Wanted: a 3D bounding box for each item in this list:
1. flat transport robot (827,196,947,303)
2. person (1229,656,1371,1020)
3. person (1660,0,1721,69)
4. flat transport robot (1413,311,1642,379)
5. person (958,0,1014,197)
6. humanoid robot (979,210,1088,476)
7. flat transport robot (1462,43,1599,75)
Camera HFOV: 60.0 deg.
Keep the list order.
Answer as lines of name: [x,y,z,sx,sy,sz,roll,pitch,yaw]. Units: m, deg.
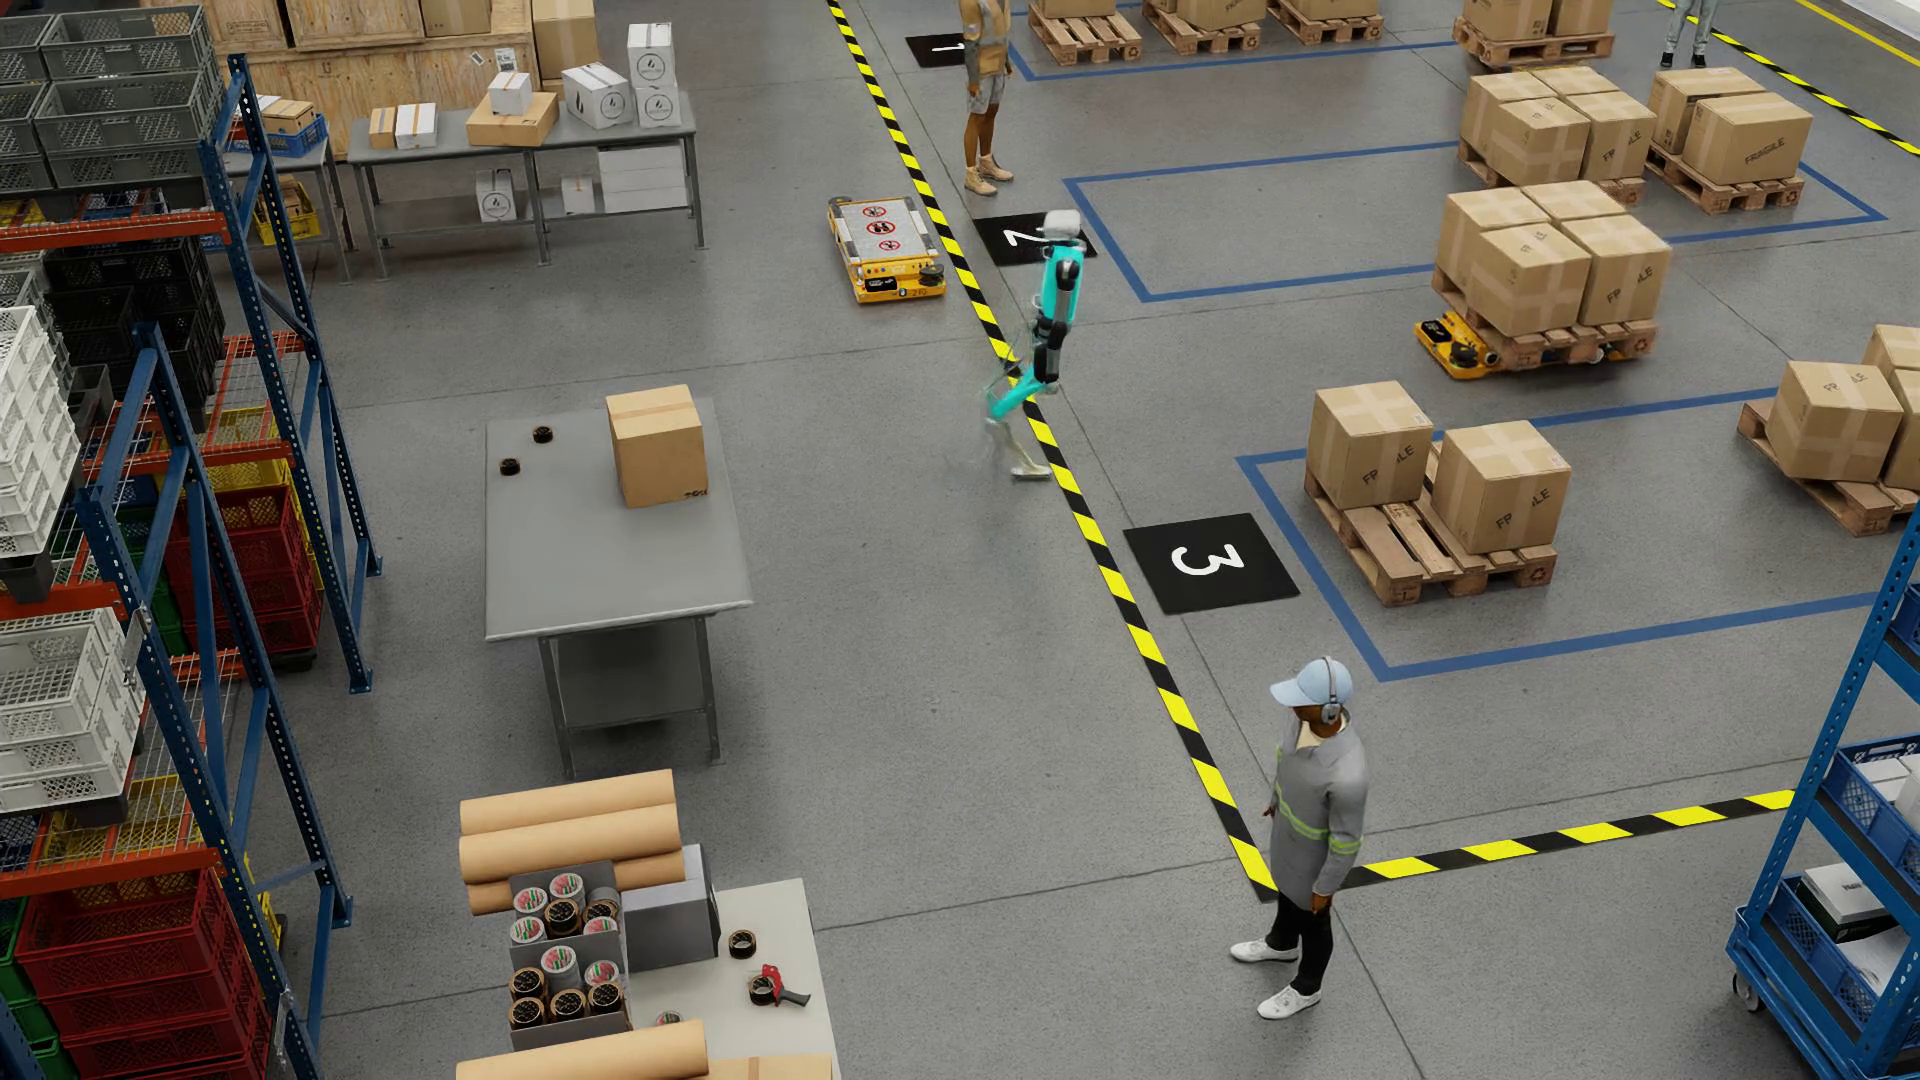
flat transport robot: [-0.570,-2.220,12.538,0.659,0.231,1.431,-8,37,-10]
person: [1.351,1.189,6.629,0.400,1.851,0.591,-6,37,-8]
person: [6.899,-5.271,15.326,0.600,1.830,0.404,6,37,8]
flat transport robot: [3.934,-1.429,11.451,1.431,0.197,0.652,-8,37,-10]
person: [0.237,-3.744,13.101,0.375,2.045,0.605,19,41,23]
humanoid robot: [0.338,-1.044,9.822,0.762,1.896,0.544,0,37,0]
flat transport robot: [5.338,-4.498,15.575,0.652,0.197,1.431,-8,37,-10]
